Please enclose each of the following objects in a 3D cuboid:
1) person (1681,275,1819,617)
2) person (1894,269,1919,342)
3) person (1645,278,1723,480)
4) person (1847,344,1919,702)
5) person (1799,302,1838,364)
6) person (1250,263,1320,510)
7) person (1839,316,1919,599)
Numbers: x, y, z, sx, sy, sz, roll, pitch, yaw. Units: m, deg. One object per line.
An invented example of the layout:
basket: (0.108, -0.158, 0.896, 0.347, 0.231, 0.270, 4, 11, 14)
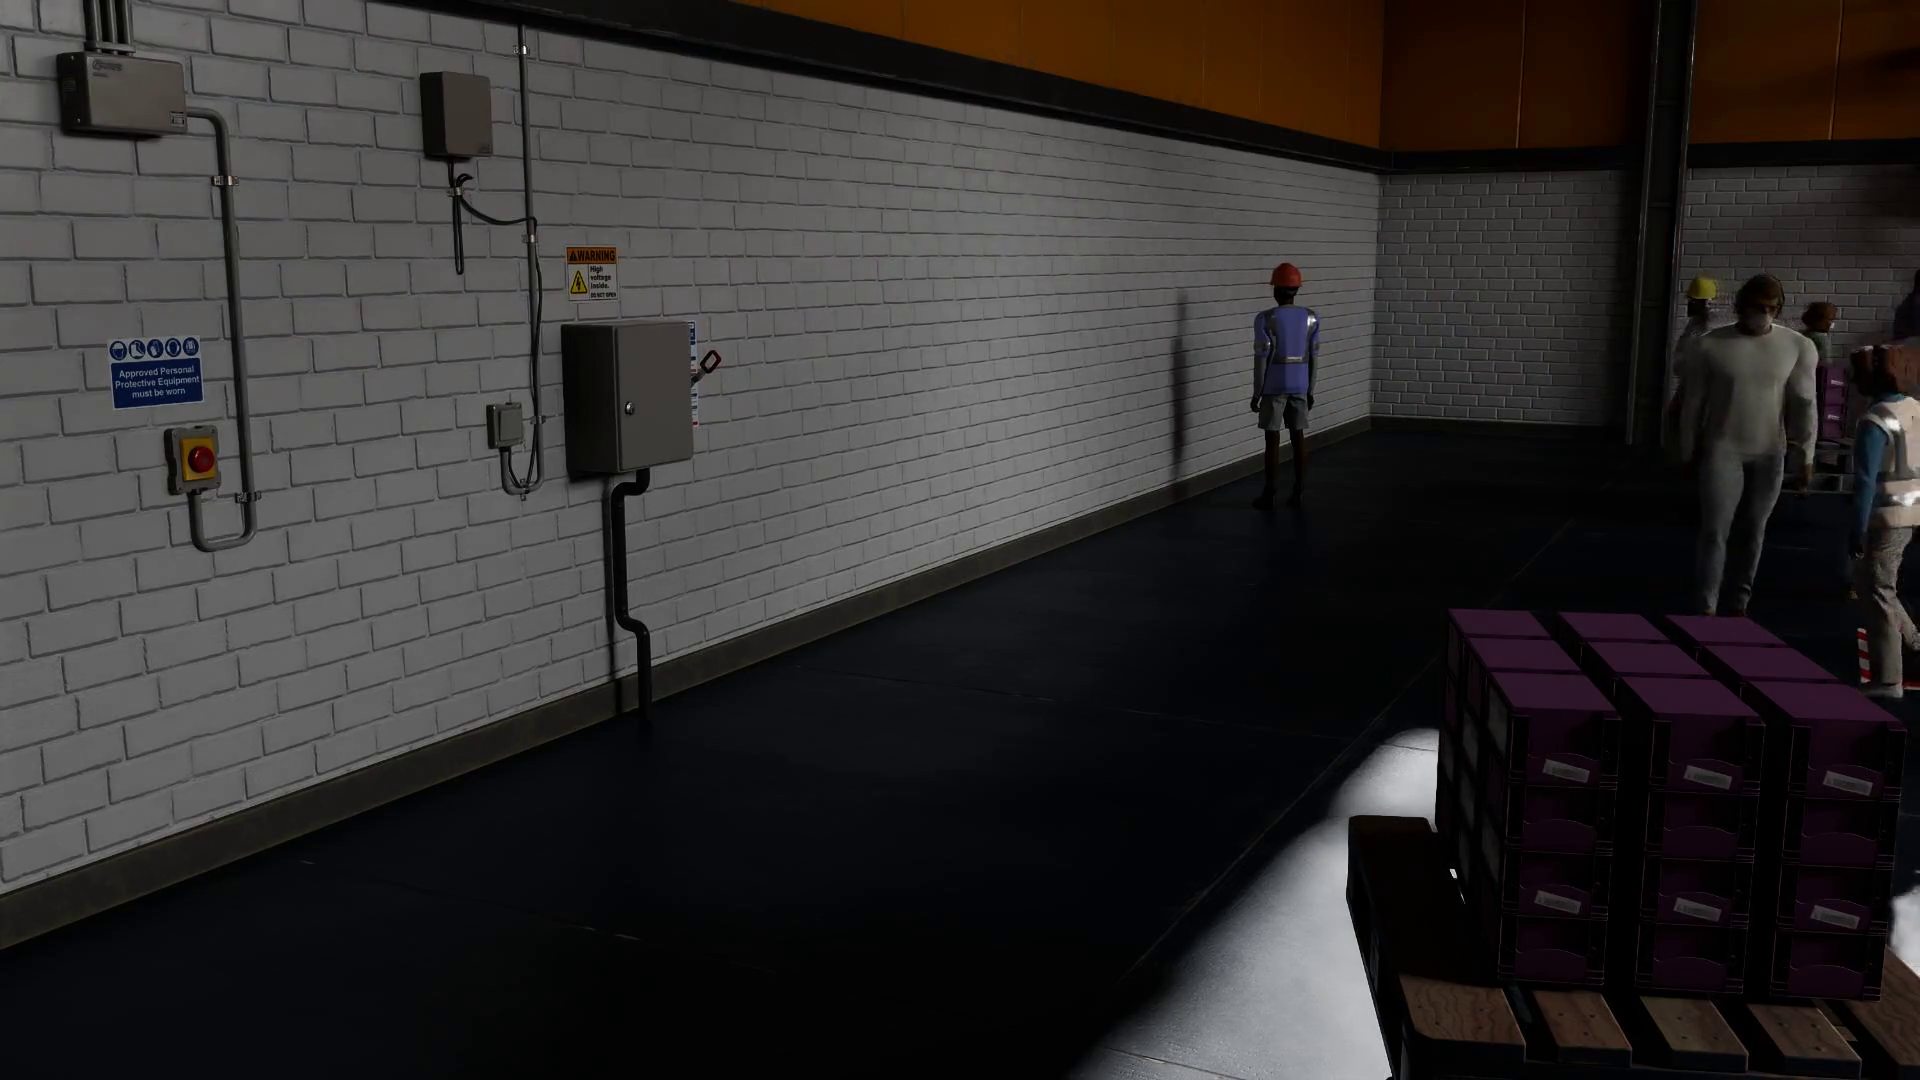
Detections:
person: (4.135, -0.424, 8.727, 0.632, 1.902, 0.719, 2, 10, 14)
person: (8.475, -1.459, 14.709, 0.400, 1.907, 0.644, 2, 10, 13)
person: (6.468, -1.425, 14.824, 0.637, 1.797, 0.634, 2, 10, 14)
person: (4.174, -0.074, 7.514, 0.527, 1.618, 0.364, -9, 13, -42)
person: (7.347, -1.239, 14.281, 0.585, 1.600, 0.511, 1, 10, 4)
person: (2.549, -1.202, 13.122, 0.548, 1.941, 0.355, -2, 10, -14)
person: (5.629, -0.552, 9.711, 1.059, 1.813, 0.613, -4, 11, -22)
